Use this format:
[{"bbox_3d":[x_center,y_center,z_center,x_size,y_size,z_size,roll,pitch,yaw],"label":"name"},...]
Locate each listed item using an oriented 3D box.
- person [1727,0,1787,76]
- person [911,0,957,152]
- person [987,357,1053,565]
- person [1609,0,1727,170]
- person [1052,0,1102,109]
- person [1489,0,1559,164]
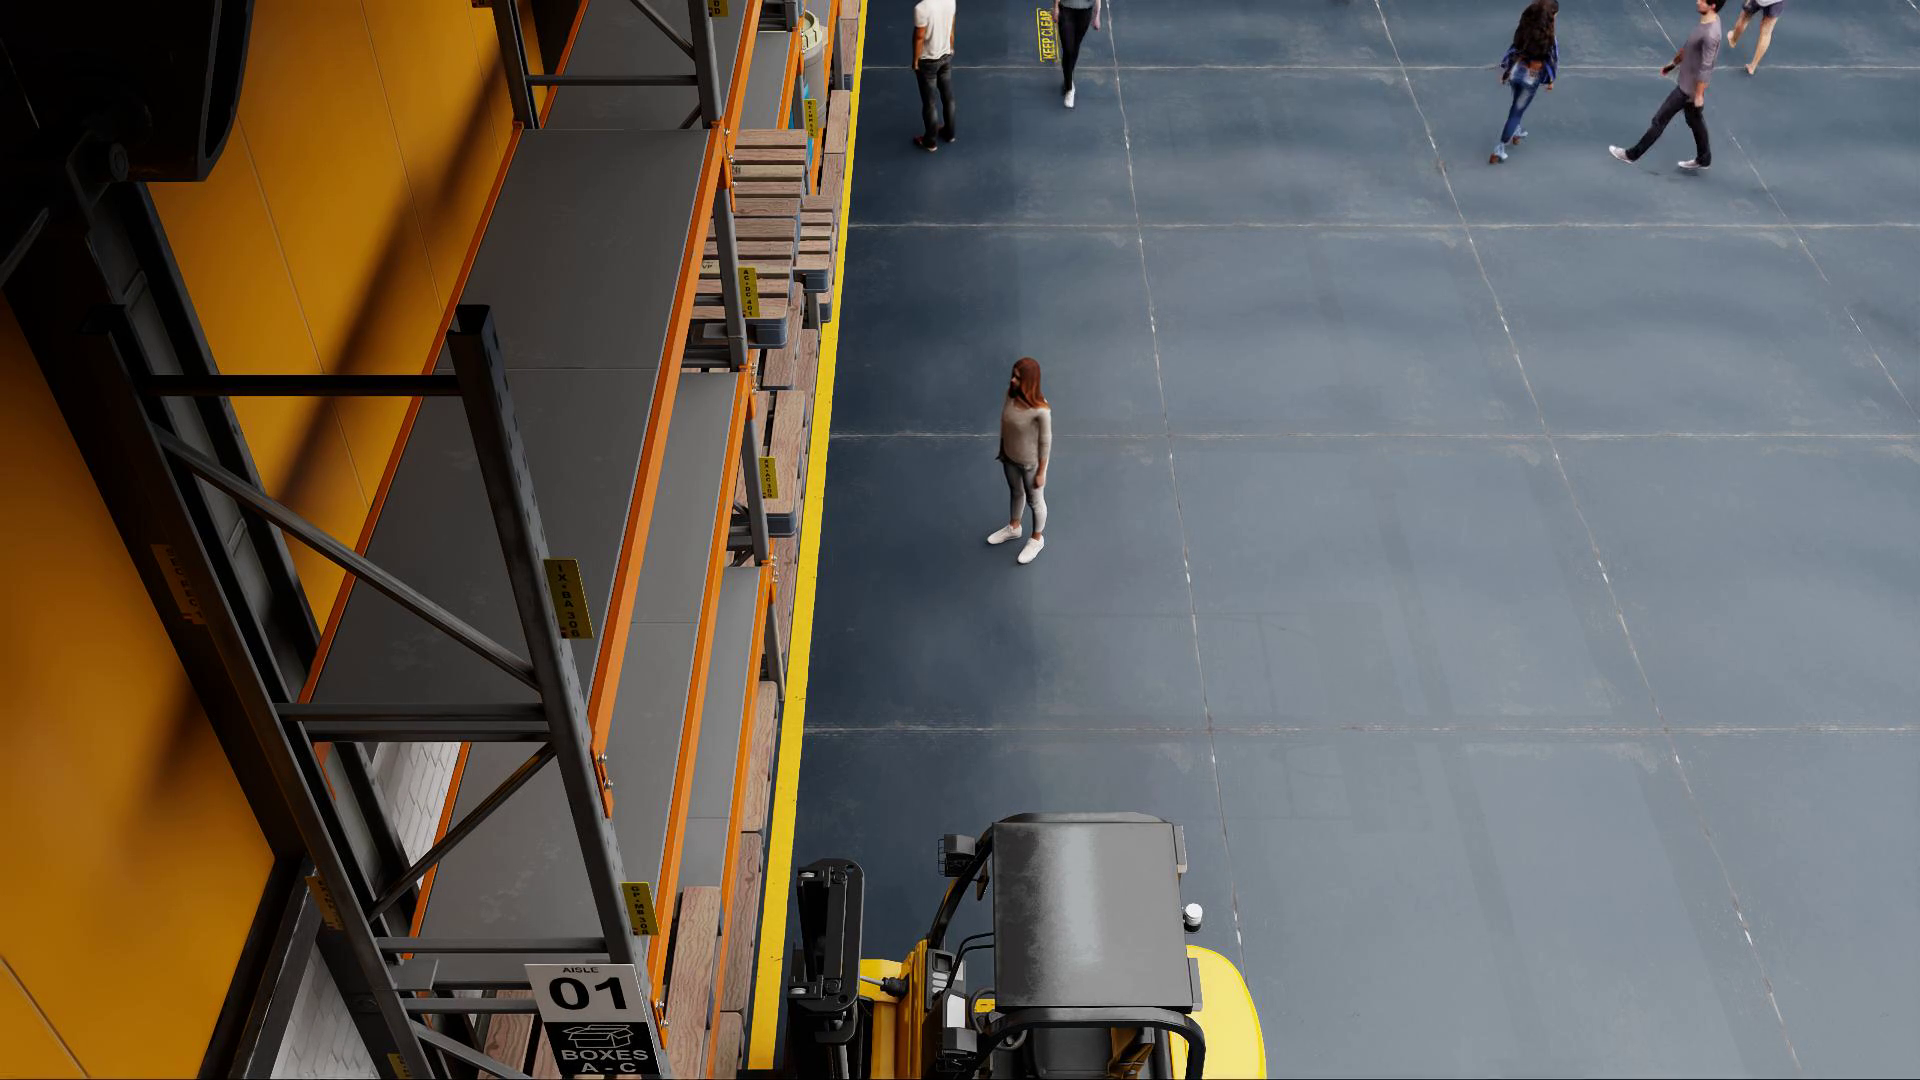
[{"bbox_3d":[8.228,-5.489,16.895,0.713,1.528,1.023,8,44,9],"label":"person"},{"bbox_3d":[-0.237,-4.574,15.737,0.692,1.801,0.745,-34,53,-30],"label":"person"},{"bbox_3d":[0.460,-0.586,11.615,0.755,1.713,0.683,-31,52,-28],"label":"person"},{"bbox_3d":[6.842,-4.192,15.337,1.036,1.800,1.210,16,46,16],"label":"person"},{"bbox_3d":[1.135,-5.241,16.492,0.650,1.724,0.863,-3,44,-3],"label":"person"},{"bbox_3d":[5.238,-4.277,15.574,0.982,1.596,0.944,-28,50,-26],"label":"person"}]
